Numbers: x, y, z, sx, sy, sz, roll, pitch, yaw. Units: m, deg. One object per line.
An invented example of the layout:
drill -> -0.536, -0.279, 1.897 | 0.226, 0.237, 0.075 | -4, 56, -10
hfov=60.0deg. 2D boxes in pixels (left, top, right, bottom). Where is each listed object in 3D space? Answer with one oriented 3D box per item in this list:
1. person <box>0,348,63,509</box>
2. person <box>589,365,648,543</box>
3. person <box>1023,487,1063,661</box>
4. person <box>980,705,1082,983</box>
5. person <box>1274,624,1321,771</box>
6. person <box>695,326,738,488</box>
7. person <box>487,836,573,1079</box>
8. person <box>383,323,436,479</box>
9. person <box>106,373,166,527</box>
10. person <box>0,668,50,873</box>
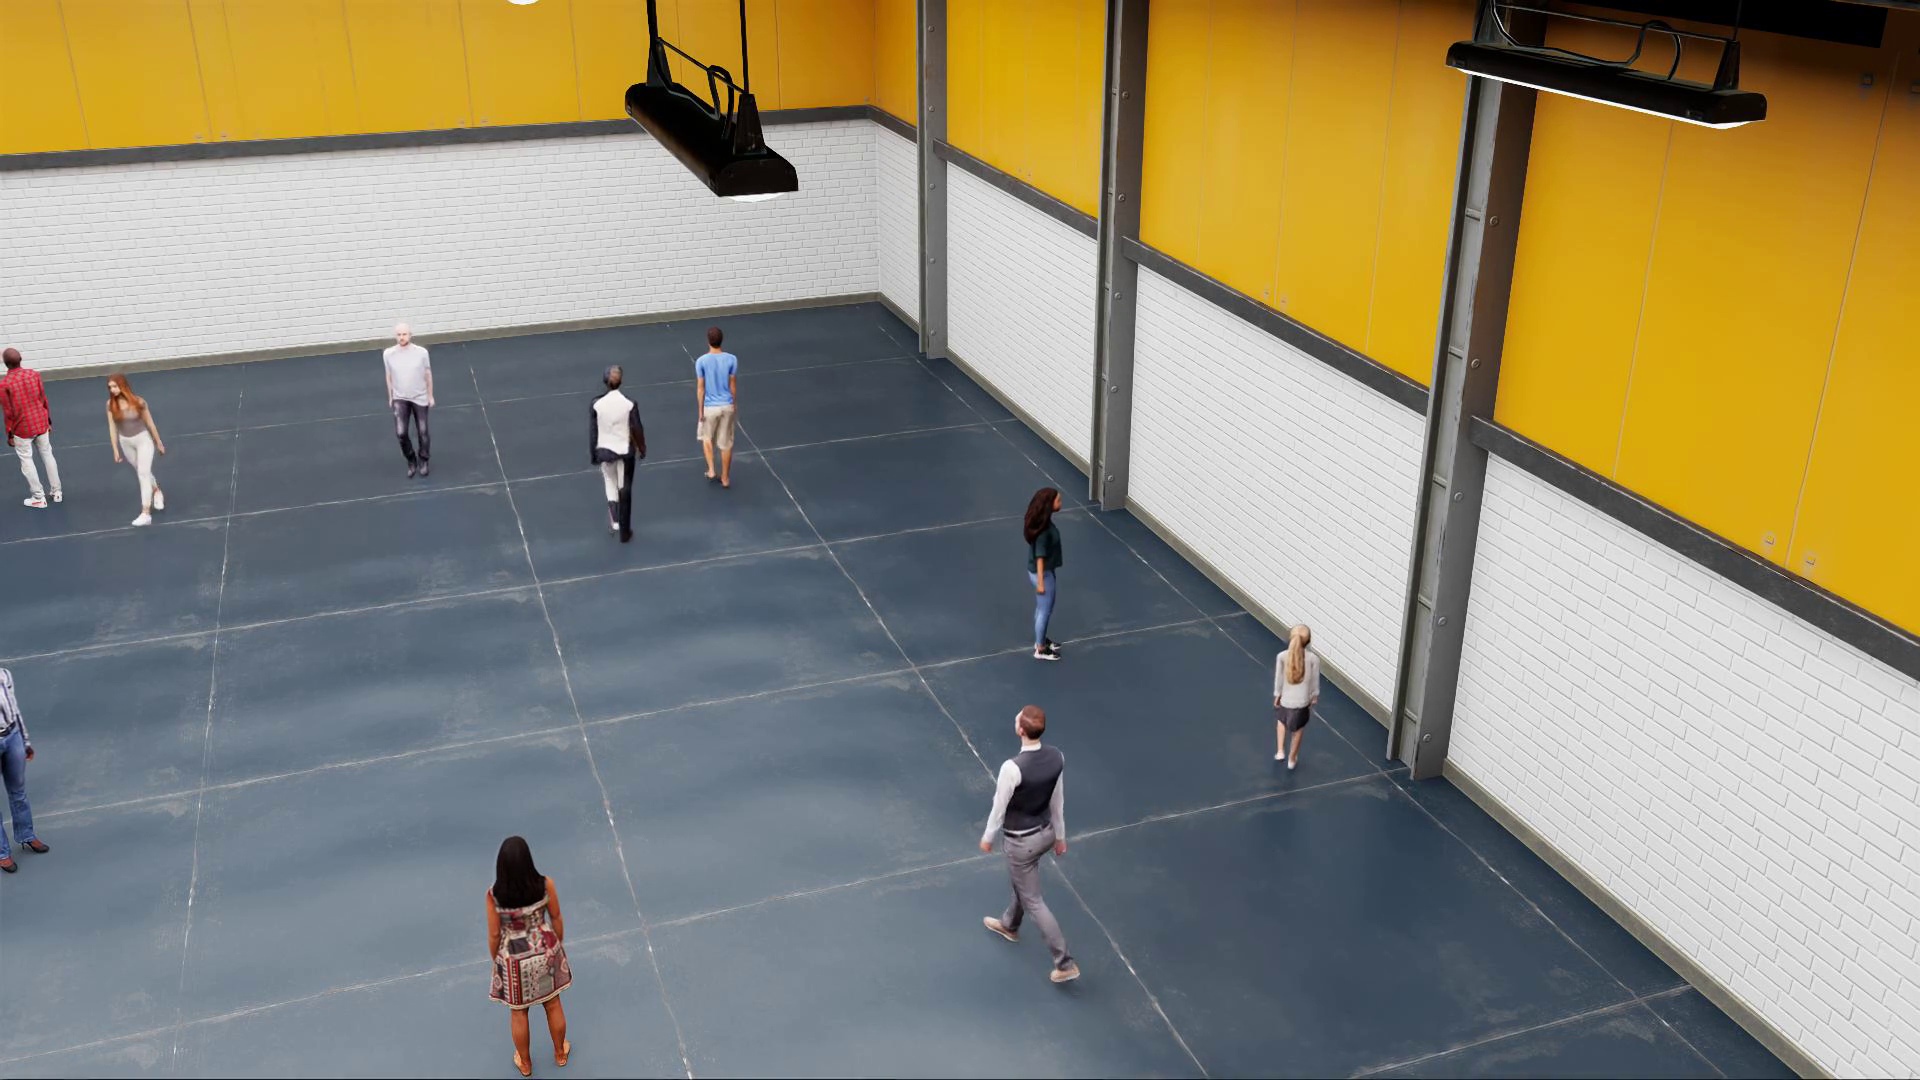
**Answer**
person -> -10.308, -1.263, 18.416 | 0.784, 1.819, 0.757 | 15, 28, 31
person -> -3.614, -0.872, 17.453 | 0.841, 1.874, 0.876 | -1, 24, -3
person -> 0.722, 0.287, 15.125 | 0.760, 1.614, 0.668 | 2, 24, 4
person -> 0.510, 1.996, 10.843 | 0.996, 1.913, 1.298 | -21, 31, -39
person -> 2.679, 1.272, 13.307 | 0.632, 1.266, 0.691 | 8, 25, 17
person -> -2.725, -1.474, 18.863 | 0.647, 1.847, 0.706 | -7, 25, -15
person -> -2.609, 2.498, 10.028 | 0.658, 1.645, 0.530 | -10, 25, -21
person -> -6.356, -1.658, 19.316 | 0.724, 1.822, 0.695 | -5, 24, -10
person -> -8.899, -1.039, 18.073 | 0.852, 1.683, 1.224 | -4, 24, -8
person -> -6.975, 1.535, 12.046 | 0.766, 1.794, 0.706 | 10, 26, 22
